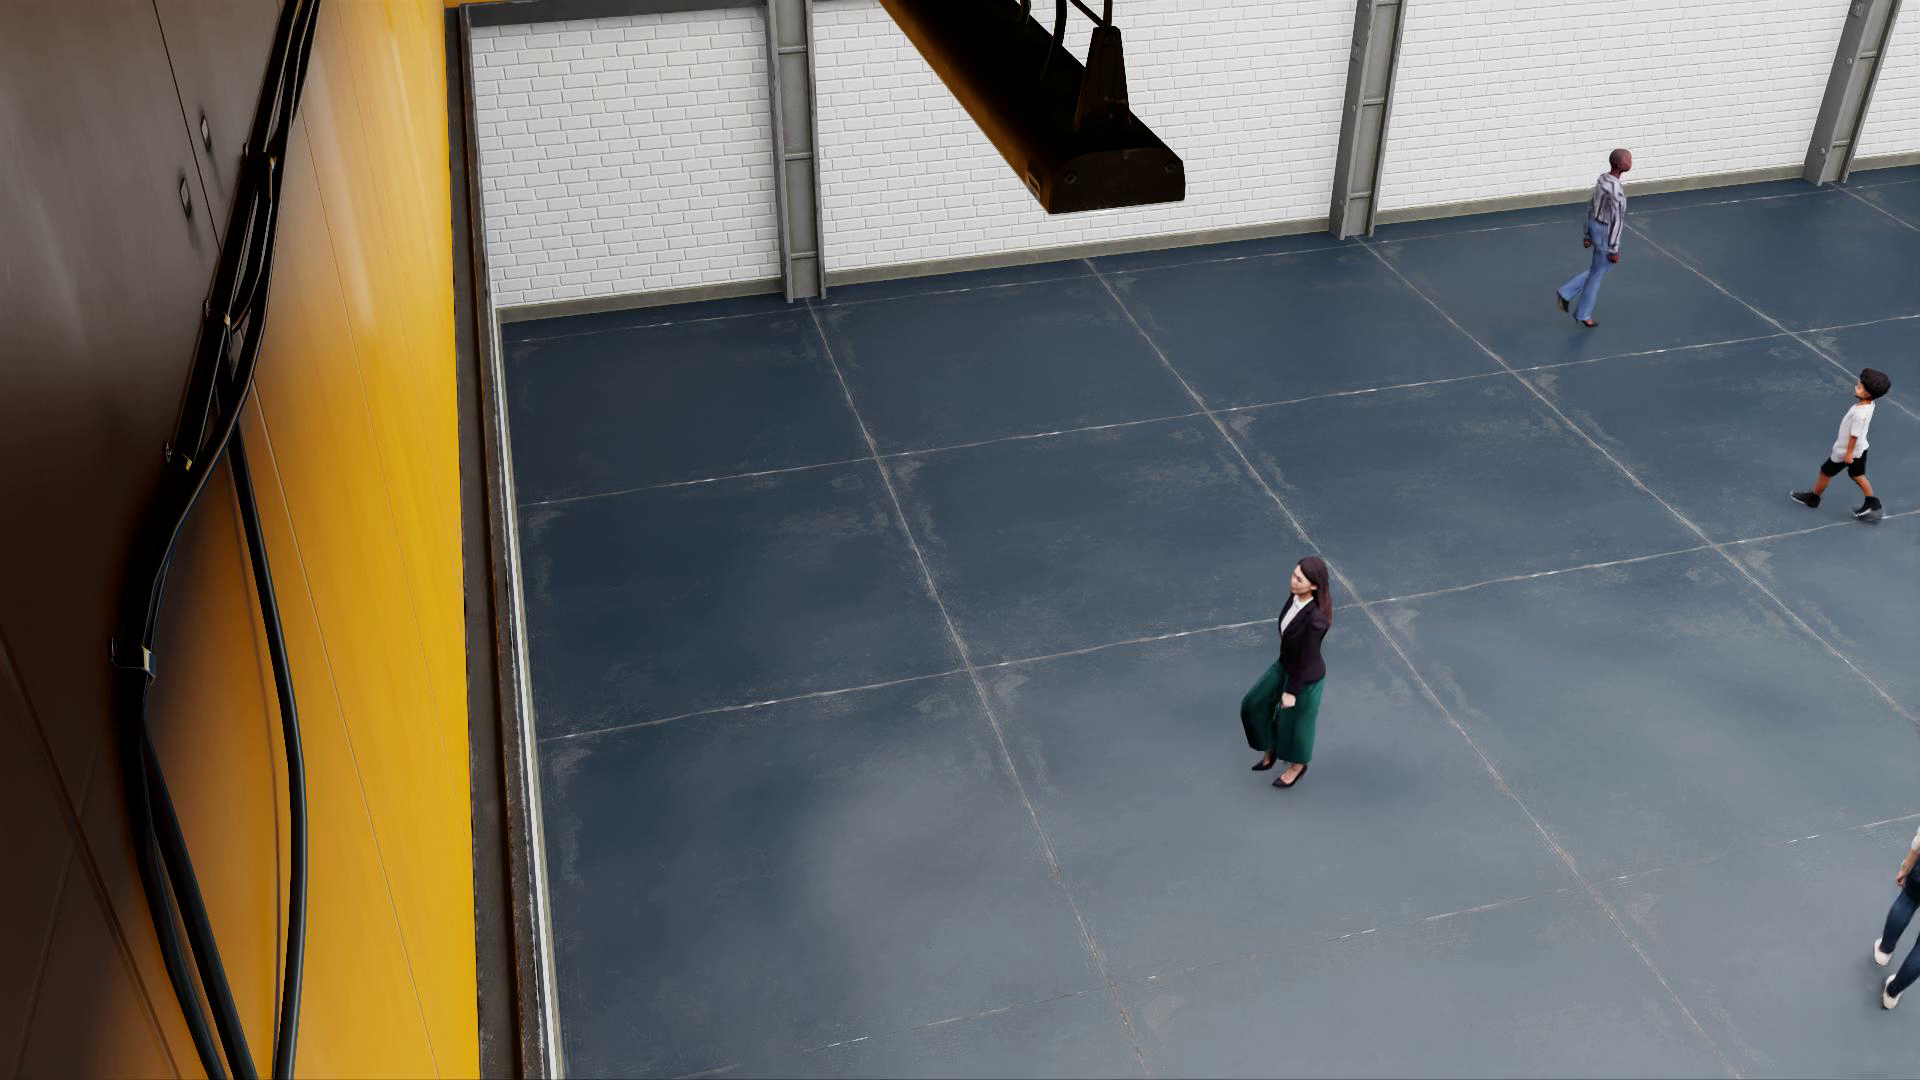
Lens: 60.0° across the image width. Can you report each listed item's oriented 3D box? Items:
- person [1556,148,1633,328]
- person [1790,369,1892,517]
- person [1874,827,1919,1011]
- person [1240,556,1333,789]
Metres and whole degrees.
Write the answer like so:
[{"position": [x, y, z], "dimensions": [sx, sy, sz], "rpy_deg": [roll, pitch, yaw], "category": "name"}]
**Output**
[{"position": [5.936, -2.808, 15.613], "dimensions": [0.811, 1.782, 0.747], "rpy_deg": [2, 34, 3], "category": "person"}, {"position": [7.032, -0.733, 12.975], "dimensions": [0.856, 1.246, 0.871], "rpy_deg": [25, 41, 33], "category": "person"}, {"position": [5.164, 1.822, 8.709], "dimensions": [0.795, 1.713, 0.876], "rpy_deg": [24, 40, 31], "category": "person"}, {"position": [2.143, 0.828, 10.192], "dimensions": [0.674, 1.728, 0.604], "rpy_deg": [-9, 35, -14], "category": "person"}]
